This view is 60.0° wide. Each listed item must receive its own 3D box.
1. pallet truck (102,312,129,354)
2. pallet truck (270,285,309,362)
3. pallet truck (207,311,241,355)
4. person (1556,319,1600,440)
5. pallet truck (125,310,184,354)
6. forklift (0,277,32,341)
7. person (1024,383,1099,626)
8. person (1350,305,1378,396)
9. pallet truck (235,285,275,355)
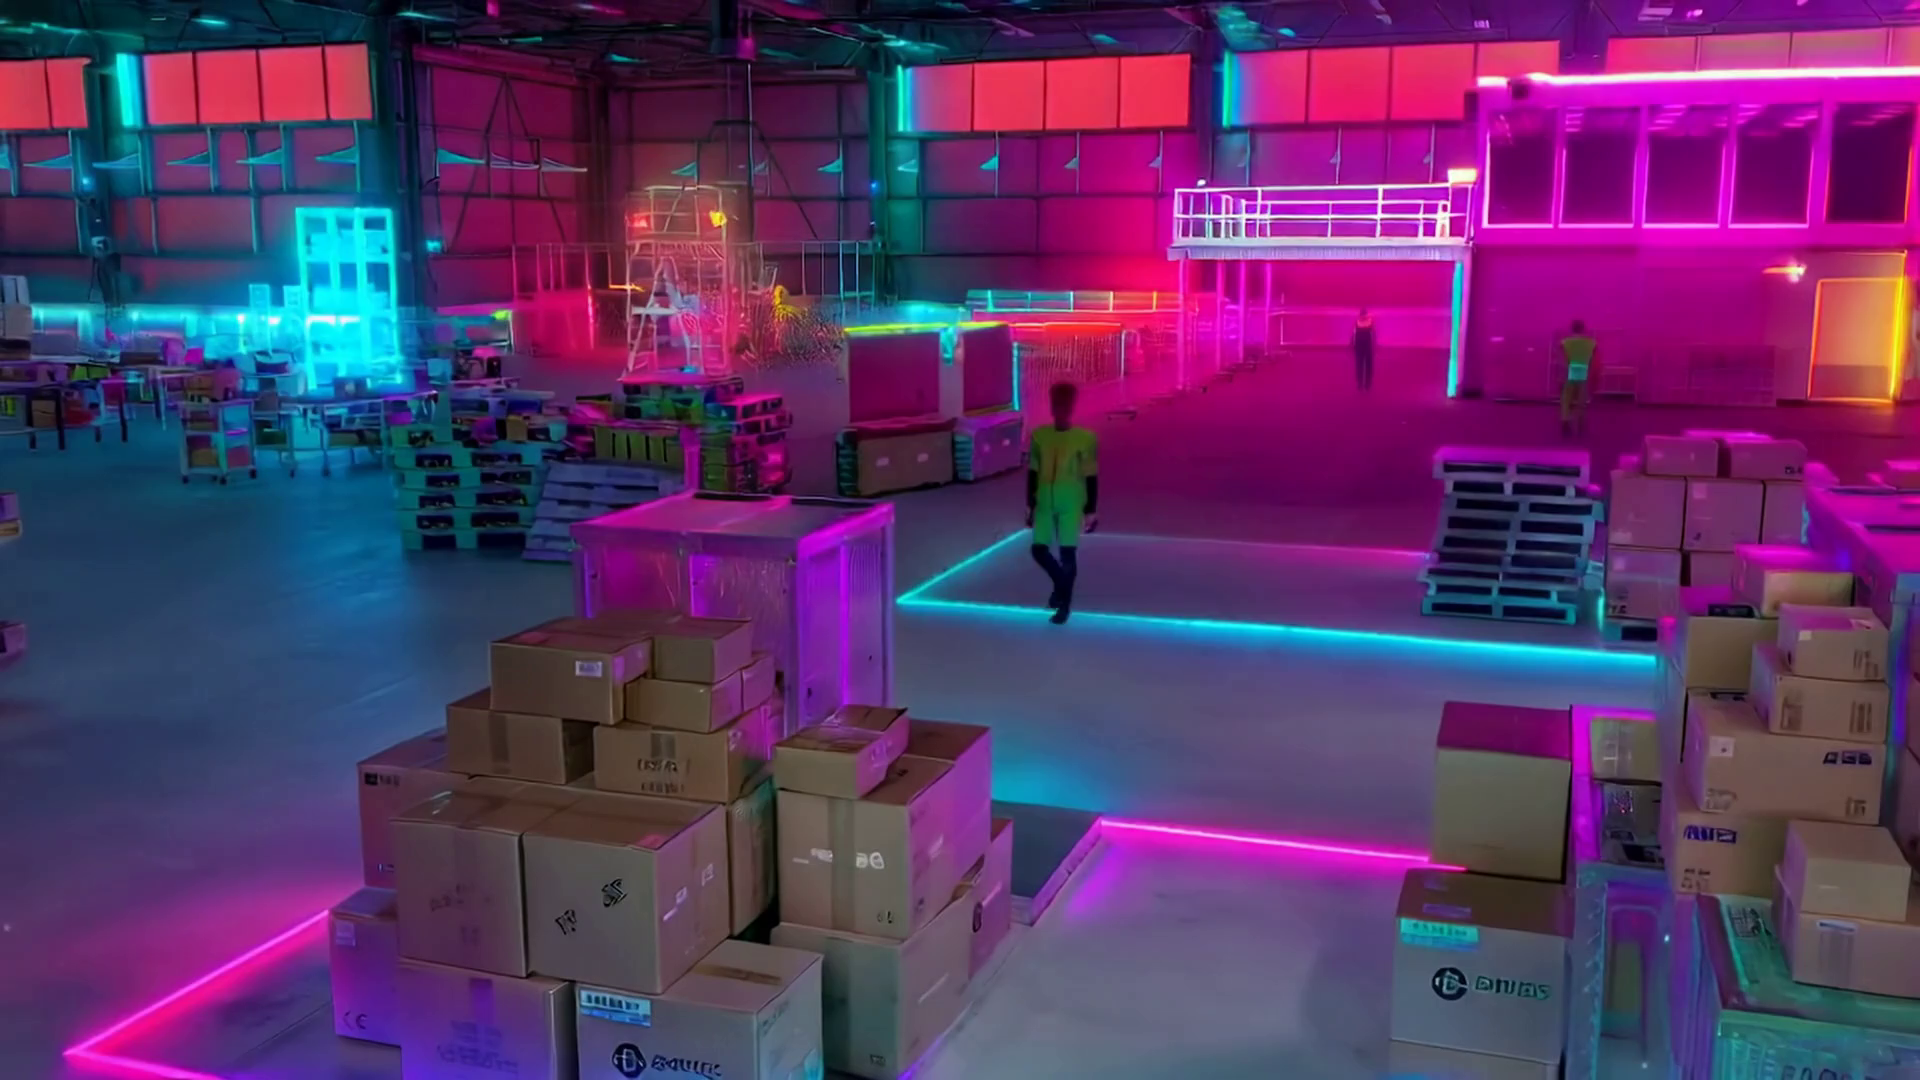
[{"bbox_3d":[-23.057,-5.777,46.261,0.680,1.201,1.601,3,11,19],"label":"pallet truck"},{"bbox_3d":[-17.147,-5.700,43.663,0.823,1.965,1.885,3,11,17],"label":"pallet truck"},{"bbox_3d":[-19.537,-5.575,44.913,0.653,1.274,1.630,3,11,19],"label":"pallet truck"},{"bbox_3d":[9.564,-2.465,25.769,0.636,1.892,0.675,4,11,23],"label":"person"},{"bbox_3d":[-22.038,-5.665,45.457,0.704,1.261,1.522,3,11,17],"label":"pallet truck"},{"bbox_3d":[-27.151,-6.329,46.328,1.157,1.987,2.680,3,11,17],"label":"forklift"},{"bbox_3d":[0.810,-0.293,13.329,0.641,1.951,0.466,5,11,28],"label":"person"},{"bbox_3d":[8.091,-3.786,33.336,0.538,1.834,0.423,3,10,16],"label":"person"},{"bbox_3d":[-18.327,-5.835,44.421,0.823,1.965,1.885,4,11,23],"label":"pallet truck"}]
